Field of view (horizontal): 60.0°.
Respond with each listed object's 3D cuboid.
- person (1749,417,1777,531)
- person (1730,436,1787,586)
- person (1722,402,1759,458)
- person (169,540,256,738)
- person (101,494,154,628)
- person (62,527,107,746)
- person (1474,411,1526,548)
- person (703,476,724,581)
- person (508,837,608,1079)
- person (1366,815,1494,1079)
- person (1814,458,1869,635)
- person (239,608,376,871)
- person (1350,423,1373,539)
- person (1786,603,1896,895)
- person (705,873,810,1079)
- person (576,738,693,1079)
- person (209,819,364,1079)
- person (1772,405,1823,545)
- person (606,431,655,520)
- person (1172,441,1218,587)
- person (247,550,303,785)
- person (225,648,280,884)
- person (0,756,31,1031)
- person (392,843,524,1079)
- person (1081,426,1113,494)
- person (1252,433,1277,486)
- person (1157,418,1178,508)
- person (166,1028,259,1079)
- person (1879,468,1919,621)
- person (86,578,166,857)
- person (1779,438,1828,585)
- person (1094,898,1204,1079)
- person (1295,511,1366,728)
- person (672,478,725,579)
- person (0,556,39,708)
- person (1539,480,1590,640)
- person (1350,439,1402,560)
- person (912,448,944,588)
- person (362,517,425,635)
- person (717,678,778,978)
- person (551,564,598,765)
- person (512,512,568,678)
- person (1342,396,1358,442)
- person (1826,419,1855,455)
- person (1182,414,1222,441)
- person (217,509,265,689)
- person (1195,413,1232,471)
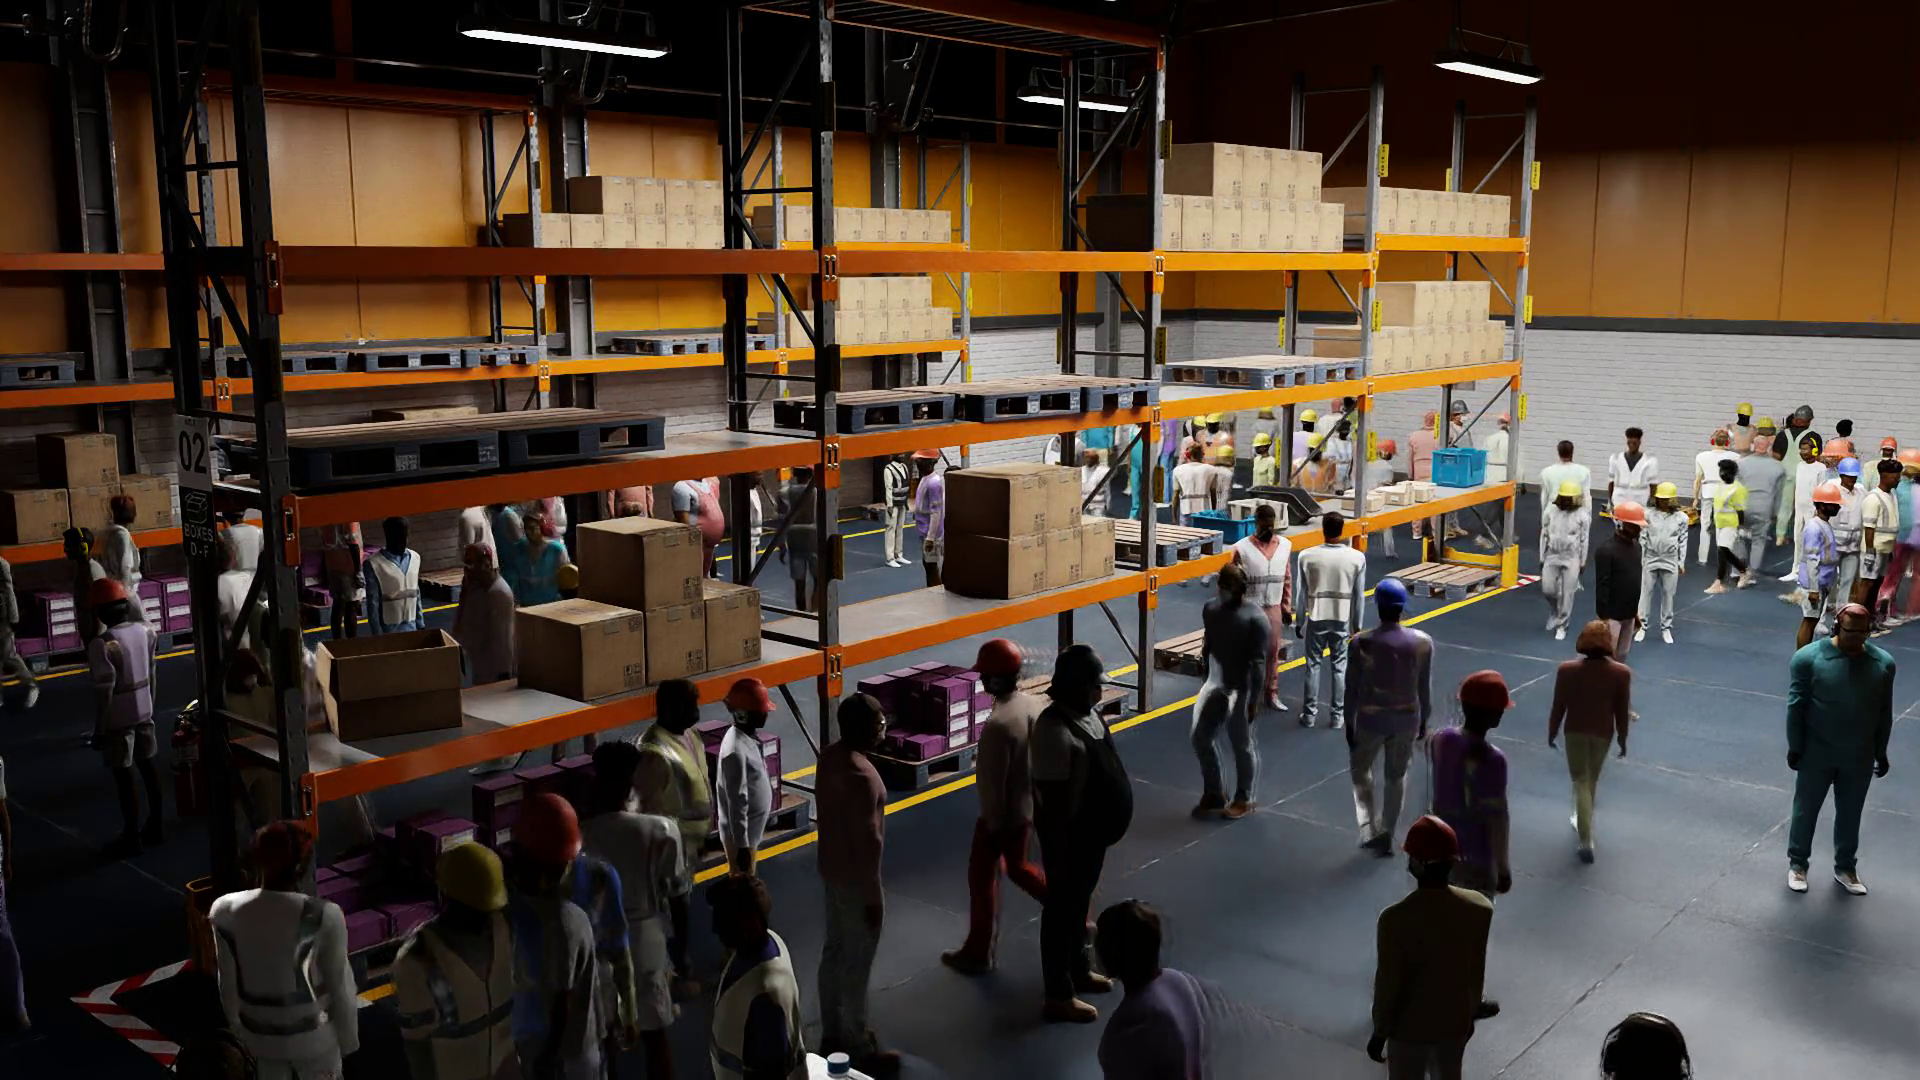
[{"bbox_3d":[12.096,-0.982,25.058,0.320,1.738,0.485,5,11,28],"label":"person"},{"bbox_3d":[10.039,-0.376,21.040,0.681,1.870,0.670,3,10,17],"label":"person"},{"bbox_3d":[11.990,-1.161,25.597,0.592,1.919,0.404,0,10,0],"label":"person"},{"bbox_3d":[-6.063,0.891,13.724,0.976,1.781,0.580,2,10,14],"label":"person"},{"bbox_3d":[-7.942,0.497,15.829,0.405,1.866,0.602,-8,12,-40],"label":"person"},{"bbox_3d":[-7.326,0.803,14.046,0.328,1.861,0.506,-7,12,-34],"label":"person"},{"bbox_3d":[7.729,-0.872,23.809,1.046,1.937,0.656,-6,11,-33],"label":"person"},{"bbox_3d":[-3.182,-0.357,21.234,0.314,1.767,0.534,0,10,2],"label":"person"},{"bbox_3d":[-1.713,2.047,6.700,0.908,1.824,0.547,-4,10,-23],"label":"person"},{"bbox_3d":[1.973,2.021,7.073,0.563,1.752,0.326,-4,10,-23],"label":"person"},{"bbox_3d":[9.628,0.066,18.165,0.607,1.948,0.389,-1,10,-4],"label":"person"},{"bbox_3d":[-4.396,1.317,11.048,0.995,1.822,0.586,-7,12,-34],"label":"person"},{"bbox_3d":[5.895,-0.898,24.459,0.304,1.771,0.532,3,10,17],"label":"person"},{"bbox_3d":[5.661,1.338,10.711,0.639,1.904,0.409,1,10,8],"label":"person"},{"bbox_3d":[-0.757,2.126,6.218,0.409,1.842,0.572,-2,10,-12],"label":"person"},{"bbox_3d":[-1.500,1.885,7.391,0.653,1.928,0.761,-3,10,-20],"label":"person"},{"bbox_3d":[-2.742,2.024,6.747,0.590,1.861,0.774,1,10,6],"label":"person"},{"bbox_3d":[11.982,-0.912,23.728,0.536,2.000,0.677,-7,12,-37],"label":"person"},{"bbox_3d":[-4.056,-0.351,20.512,0.622,1.993,0.382,-7,12,-36],"label":"person"},{"bbox_3d":[2.929,-0.312,20.771,0.563,1.835,0.386,0,10,-1],"label":"person"},{"bbox_3d":[-5.138,1.006,12.554,0.385,1.948,0.605,0,10,1],"label":"person"},{"bbox_3d":[-4.557,1.485,10.647,0.267,1.630,0.510,5,11,26],"label":"person"},{"bbox_3d":[-5.177,1.723,8.644,0.356,1.833,0.521,5,11,28],"label":"person"},{"bbox_3d":[-1.889,2.052,6.483,0.504,1.880,0.628,7,12,36],"label":"person"},{"bbox_3d":[2.399,-1.672,29.161,0.574,1.742,0.351,2,10,11],"label":"person"},{"bbox_3d":[4.105,-0.574,22.562,0.336,1.758,0.516,-4,10,-20],"label":"person"},{"bbox_3d":[3.375,-1.490,27.519,0.382,1.924,0.594,6,11,33],"label":"person"},{"bbox_3d":[-2.076,2.316,4.765,0.630,1.940,0.373,-3,10,-15],"label":"person"},{"bbox_3d":[10.672,0.002,18.676,0.701,1.906,0.599,-8,12,-40],"label":"person"},{"bbox_3d":[-5.747,1.209,11.403,0.373,1.928,0.543,2,10,14],"label":"person"},{"bbox_3d":[10.663,-0.360,20.947,0.309,1.868,0.535,-3,10,-15],"label":"person"},{"bbox_3d":[0.636,2.172,5.732,0.512,1.908,0.635,5,11,28],"label":"person"},{"bbox_3d":[3.226,0.701,14.511,0.592,1.908,0.413,1,10,6],"label":"person"},{"bbox_3d":[-2.876,-0.026,18.442,0.539,2.000,0.689,2,10,13],"label":"person"},{"bbox_3d":[-8.783,0.693,15.126,0.635,1.725,0.459,5,11,26],"label":"person"},{"bbox_3d":[6.503,0.209,17.929,0.503,1.730,0.378,6,11,30],"label":"person"},{"bbox_3d":[5.628,-0.523,22.489,0.924,1.700,0.535,-6,11,-33],"label":"person"},{"bbox_3d":[-0.370,-0.105,18.890,0.364,2.048,0.608,-2,10,-11],"label":"person"},{"bbox_3d":[-4.836,0.736,14.264,0.392,1.917,0.588,5,11,26],"label":"person"},{"bbox_3d":[-1.203,1.630,9.442,0.369,1.746,0.615,0,10,-2],"label":"person"},{"bbox_3d":[-2.974,1.051,12.828,0.532,1.767,0.328,-2,10,-13],"label":"person"},{"bbox_3d":[-3.857,0.634,15.238,0.577,1.784,0.997,3,10,15],"label":"person"},{"bbox_3d":[6.950,-1.730,29.691,0.444,1.670,0.563,6,11,30],"label":"person"},{"bbox_3d":[13.308,-0.980,25.164,0.317,1.695,0.540,-2,10,-12],"label":"person"},{"bbox_3d":[3.682,-1.167,25.309,0.611,2.028,0.407,3,10,19],"label":"person"},{"bbox_3d":[-6.799,0.489,15.715,0.381,1.934,0.546,6,11,32],"label":"person"},{"bbox_3d":[3.830,-1.055,25.061,0.594,1.886,0.953,8,12,38],"label":"person"}]
